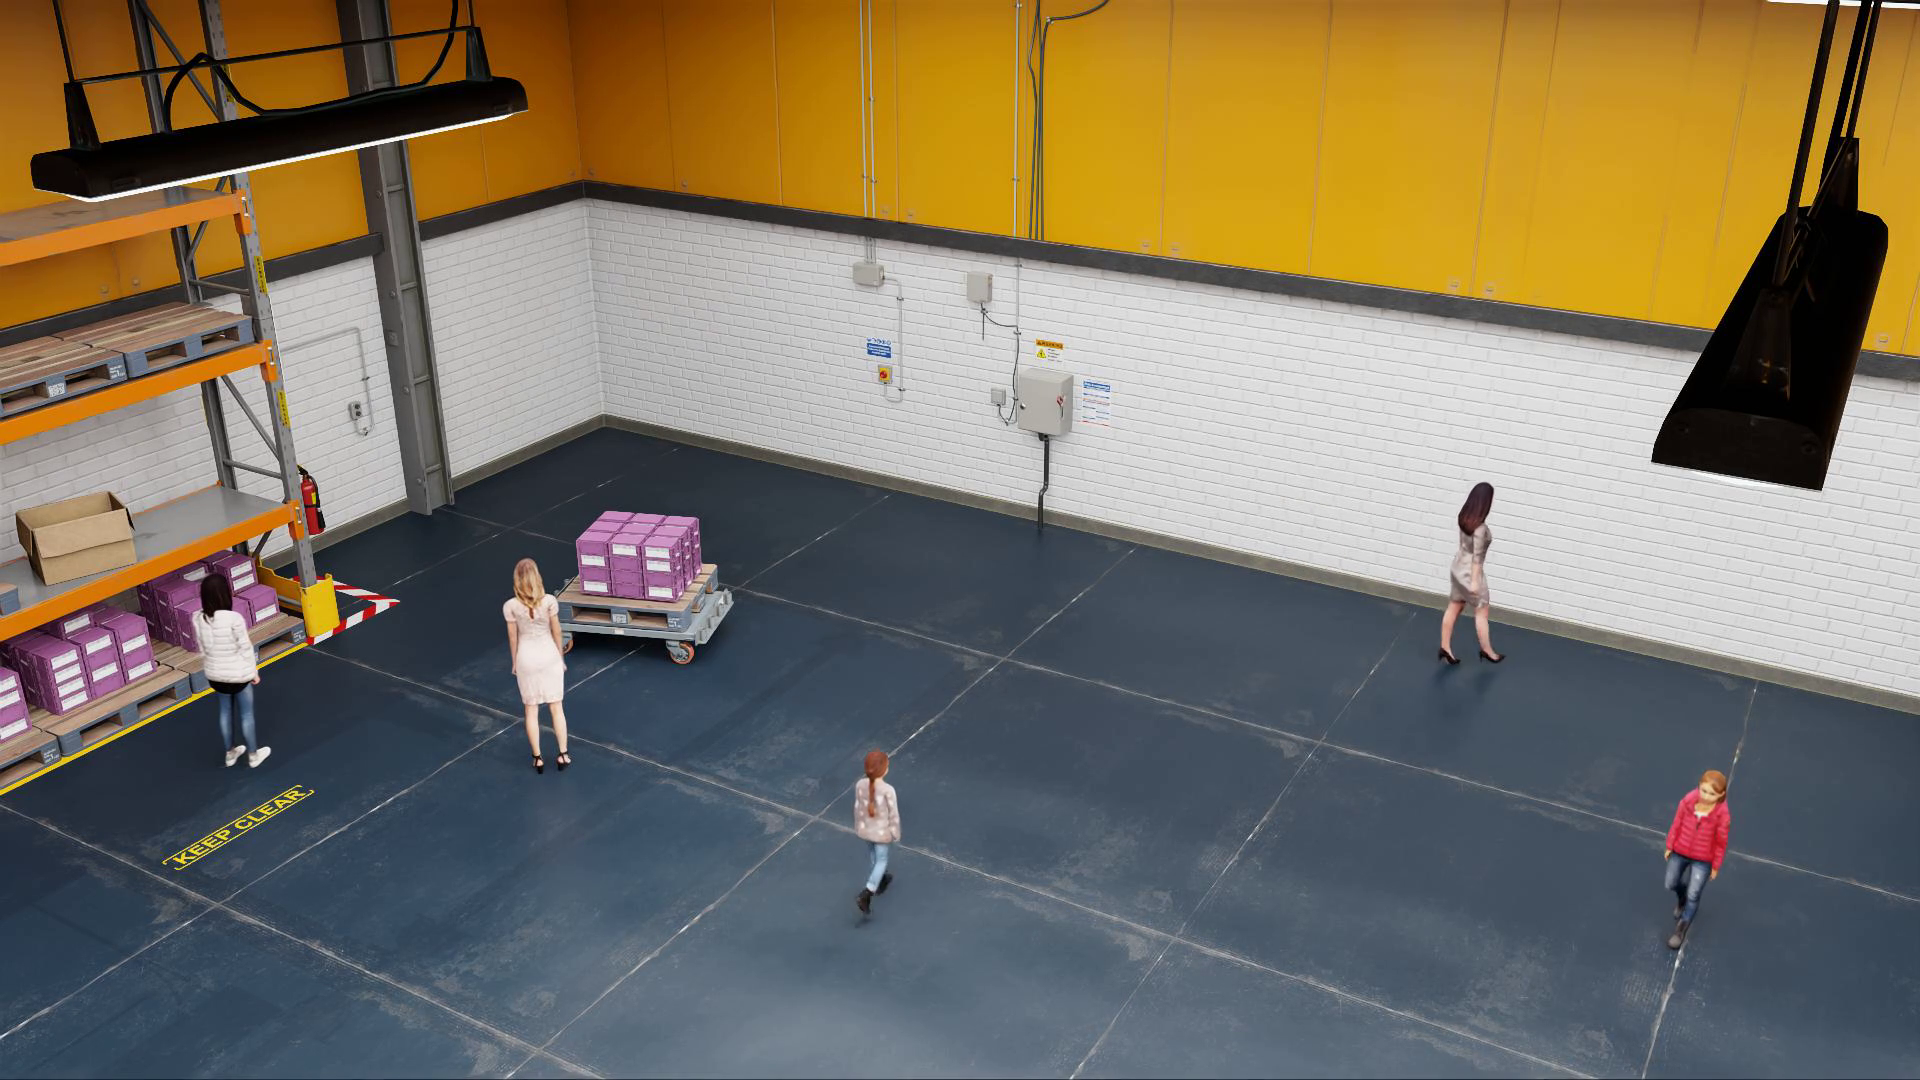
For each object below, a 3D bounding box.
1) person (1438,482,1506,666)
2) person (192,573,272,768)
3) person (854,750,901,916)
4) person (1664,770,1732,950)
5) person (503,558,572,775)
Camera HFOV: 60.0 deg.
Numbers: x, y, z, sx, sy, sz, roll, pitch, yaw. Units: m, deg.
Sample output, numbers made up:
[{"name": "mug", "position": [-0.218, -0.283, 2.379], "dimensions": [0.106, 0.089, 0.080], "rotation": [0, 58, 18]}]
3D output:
[{"name": "person", "position": [4.383, 0.330, 14.571], "dimensions": [0.954, 1.725, 0.902], "rotation": [-5, 24, -10]}, {"name": "person", "position": [-5.745, 1.029, 13.085], "dimensions": [0.672, 1.636, 0.654], "rotation": [5, 24, 10]}, {"name": "person", "position": [-0.596, 2.005, 11.418], "dimensions": [0.509, 1.182, 0.791], "rotation": [11, 26, 24]}, {"name": "person", "position": [4.910, 2.082, 11.086], "dimensions": [0.621, 1.308, 0.758], "rotation": [22, 32, 40]}, {"name": "person", "position": [-3.284, 0.982, 12.950], "dimensions": [0.642, 1.830, 0.698], "rotation": [-6, 24, -13]}]
